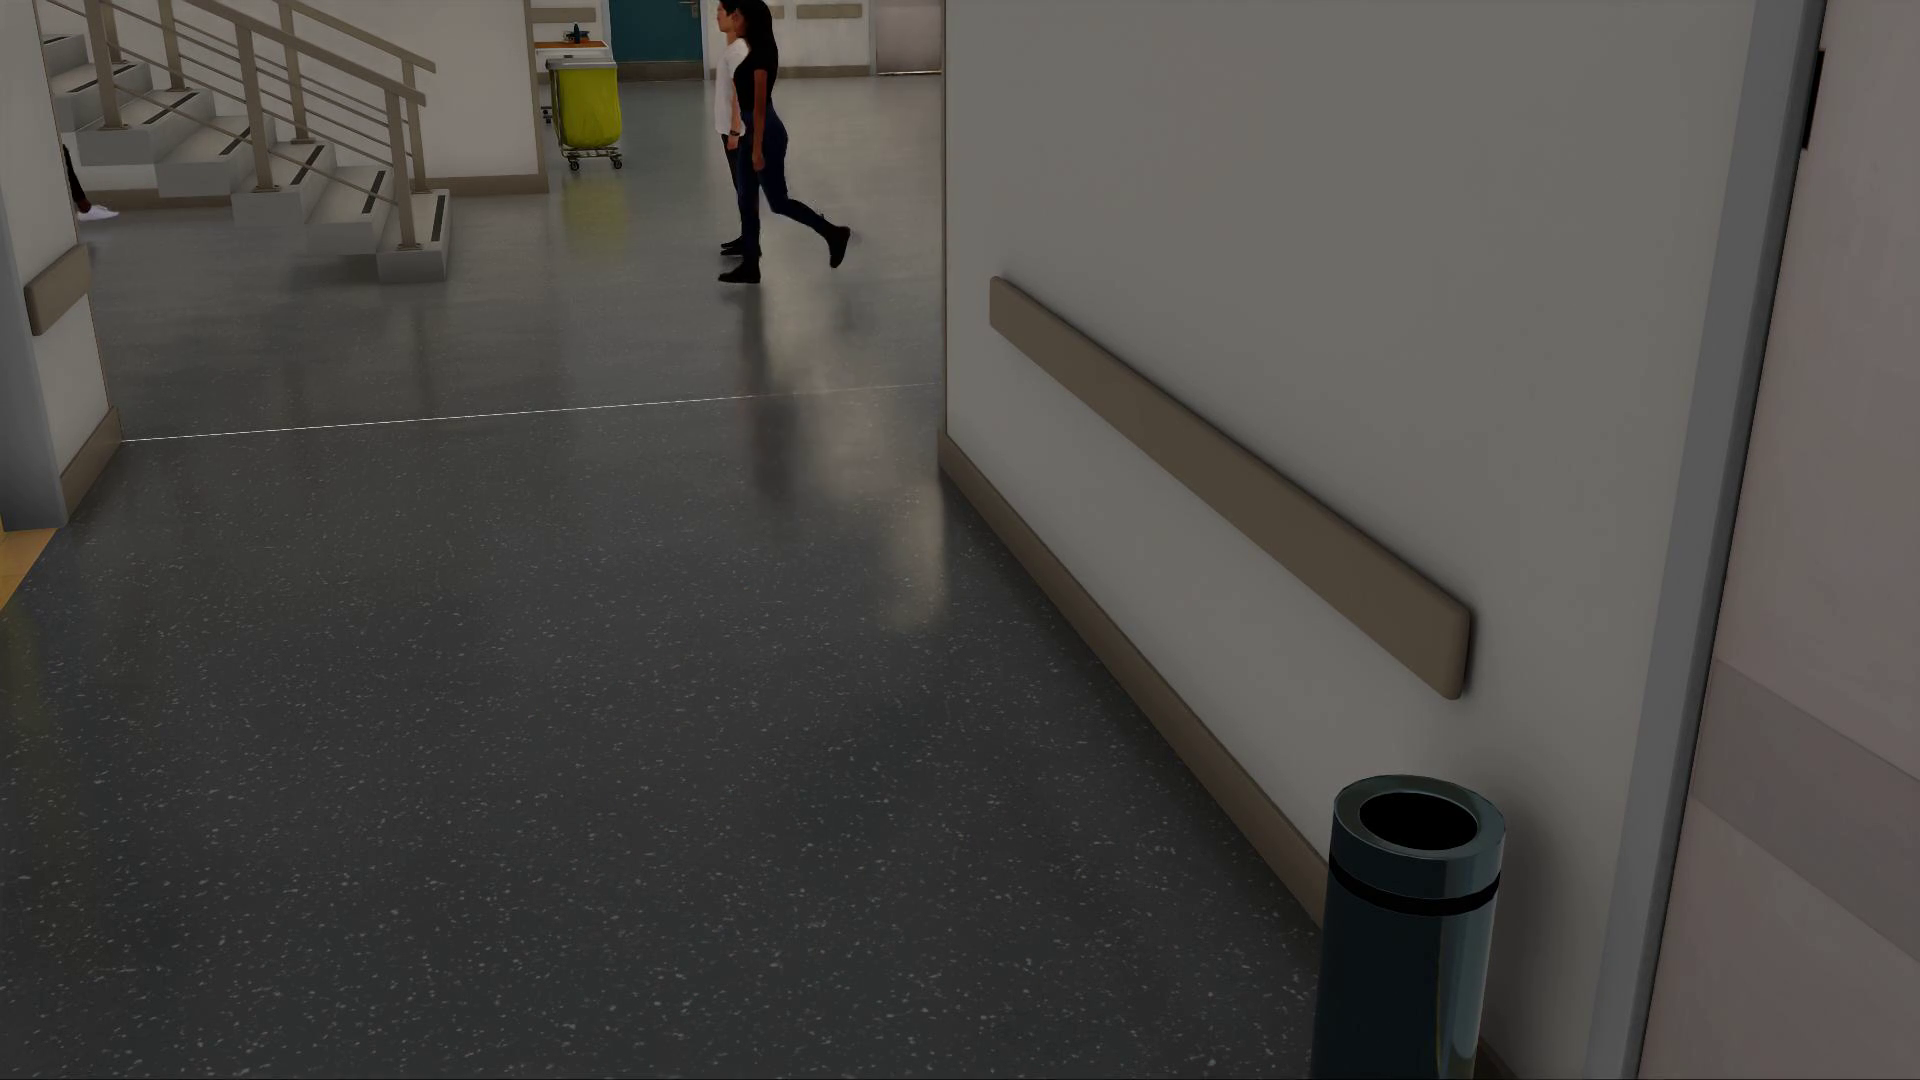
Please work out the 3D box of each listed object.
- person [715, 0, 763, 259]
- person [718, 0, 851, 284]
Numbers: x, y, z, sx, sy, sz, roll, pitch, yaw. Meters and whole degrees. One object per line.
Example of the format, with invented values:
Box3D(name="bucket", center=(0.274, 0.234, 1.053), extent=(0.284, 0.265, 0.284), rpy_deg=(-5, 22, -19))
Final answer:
Box3D(name="person", center=(-1.477, -2.784, 11.162), extent=(0.588, 1.722, 0.658), rpy_deg=(-2, 21, -5))
Box3D(name="person", center=(-1.118, -2.412, 10.239), extent=(1.044, 1.712, 0.562), rpy_deg=(-4, 21, -11))
